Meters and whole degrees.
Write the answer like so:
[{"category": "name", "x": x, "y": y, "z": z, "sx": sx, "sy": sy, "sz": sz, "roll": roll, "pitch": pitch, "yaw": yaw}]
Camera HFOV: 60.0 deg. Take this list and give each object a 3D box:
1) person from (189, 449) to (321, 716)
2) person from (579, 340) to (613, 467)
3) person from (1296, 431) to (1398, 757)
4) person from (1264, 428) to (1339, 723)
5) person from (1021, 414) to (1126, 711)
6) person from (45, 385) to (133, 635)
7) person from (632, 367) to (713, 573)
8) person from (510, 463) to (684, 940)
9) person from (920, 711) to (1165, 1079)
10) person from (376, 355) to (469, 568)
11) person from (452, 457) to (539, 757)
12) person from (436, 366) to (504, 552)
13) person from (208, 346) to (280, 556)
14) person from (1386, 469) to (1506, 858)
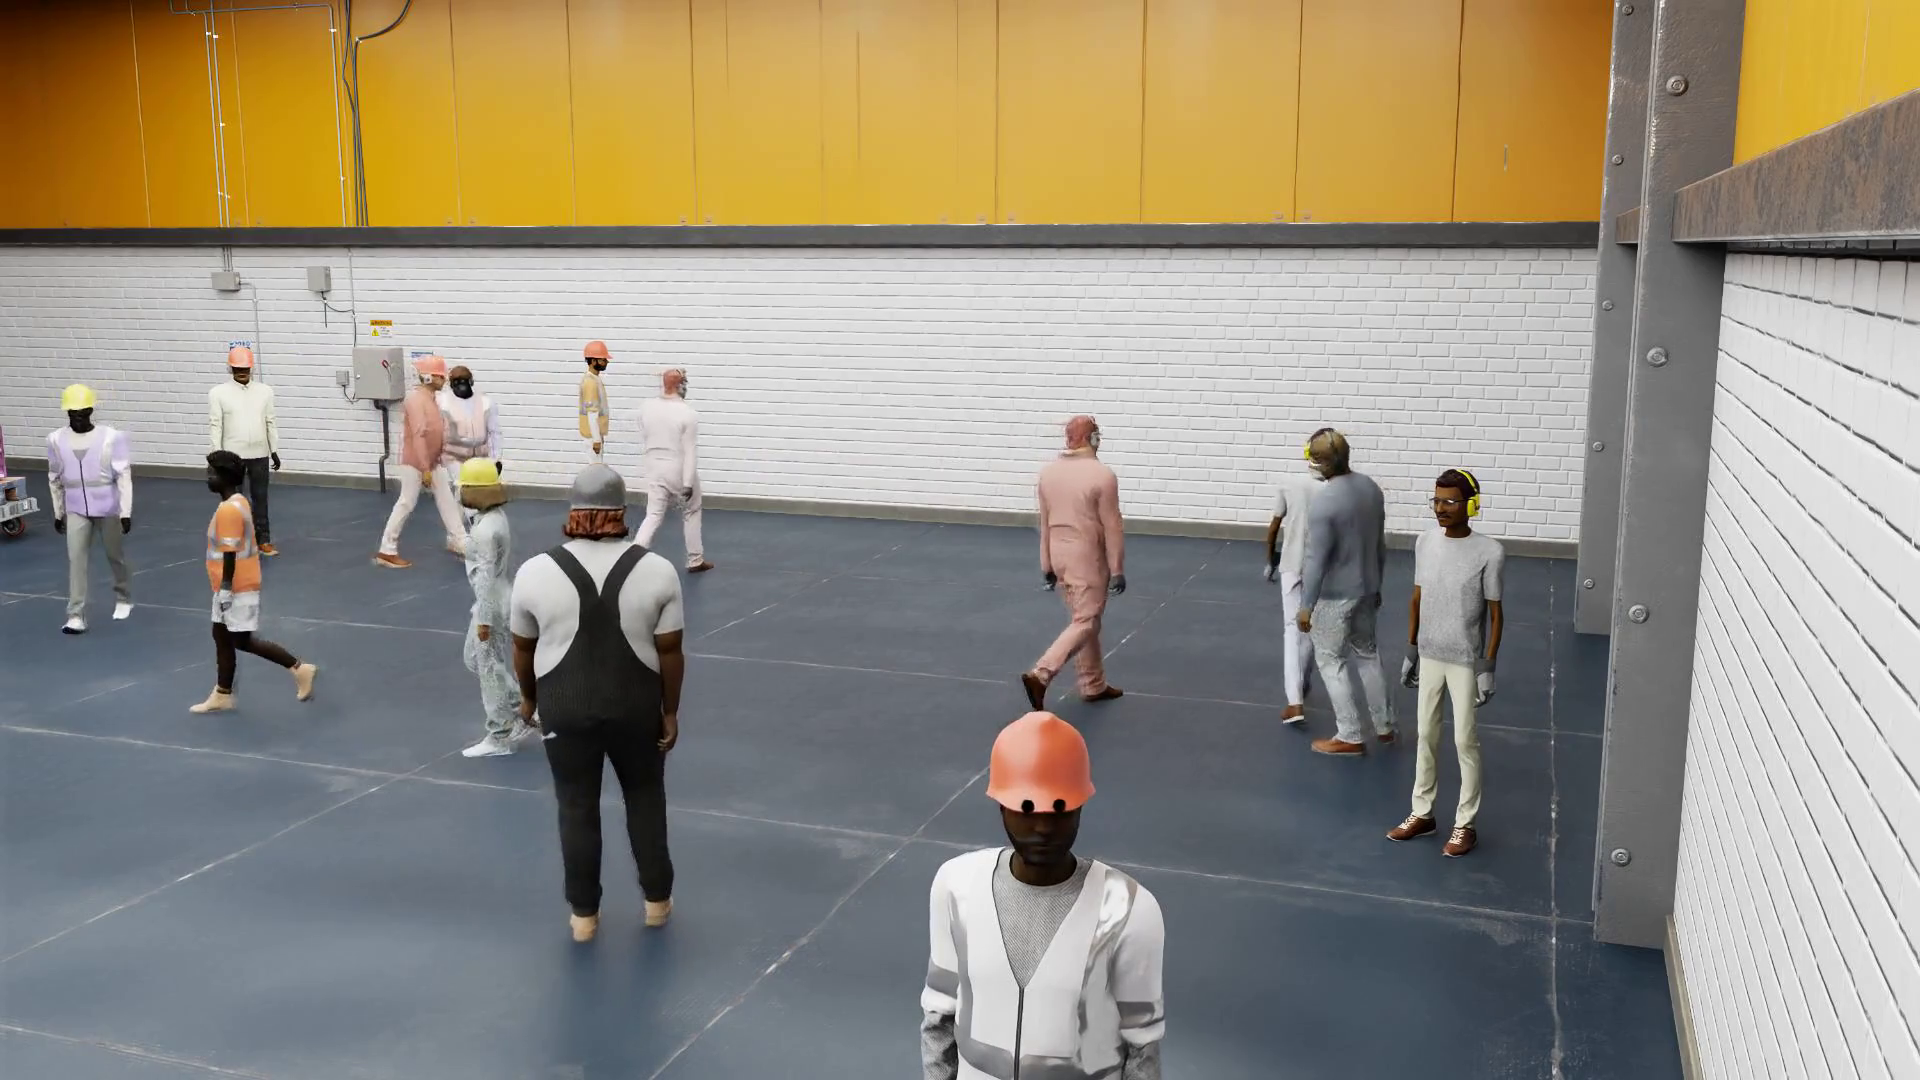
[{"category": "person", "x": -4.446, "y": 0.263, "z": 10.359, "sx": 0.709, "sy": 1.675, "sz": 0.539, "roll": -5, "pitch": 11, "yaw": -26}, {"category": "person", "x": -3.823, "y": -1.134, "z": 17.541, "sx": 0.376, "sy": 1.932, "sz": 0.544, "roll": -2, "pitch": 10, "yaw": -10}, {"category": "person", "x": 2.225, "y": 0.309, "z": 9.511, "sx": 0.786, "sy": 1.892, "sz": 0.384, "roll": -8, "pitch": 13, "yaw": -38}, {"category": "person", "x": 2.172, "y": 0.206, "z": 10.356, "sx": 0.525, "sy": 1.807, "sz": 1.022, "roll": 1, "pitch": 10, "yaw": 8}, {"category": "person", "x": 0.709, "y": 0.151, "z": 10.442, "sx": 0.830, "sy": 1.877, "sz": 0.657, "roll": -7, "pitch": 12, "yaw": -36}, {"category": "person", "x": -6.630, "y": -0.250, "z": 12.695, "sx": 0.625, "sy": 1.873, "sz": 0.993, "roll": -2, "pitch": 10, "yaw": -9}, {"category": "person", "x": -2.568, "y": -0.584, "z": 14.604, "sx": 0.632, "sy": 1.868, "sz": 0.910, "roll": 5, "pitch": 11, "yaw": 25}, {"category": "person", "x": -1.517, "y": 0.675, "z": 7.017, "sx": 0.702, "sy": 2.000, "sz": 0.537, "roll": -2, "pitch": 10, "yaw": -13}, {"category": "person", "x": 0.165, "y": 1.318, "z": 3.674, "sx": 0.552, "sy": 1.942, "sz": 0.341, "roll": 4, "pitch": 11, "yaw": 20}, {"category": "person", "x": -4.829, "y": -0.695, "z": 15.032, "sx": 1.061, "sy": 1.934, "sz": 0.656, "roll": 1, "pitch": 10, "yaw": 4}, {"category": "person", "x": -2.689, "y": 0.388, "z": 9.479, "sx": 0.380, "sy": 1.731, "sz": 0.503, "roll": -2, "pitch": 10, "yaw": -10}, {"category": "person", "x": -4.628, "y": -0.745, "z": 15.703, "sx": 0.603, "sy": 1.789, "sz": 0.839, "roll": -9, "pitch": 14, "yaw": -43}, {"category": "person", "x": -6.669, "y": -0.816, "z": 15.547, "sx": 0.618, "sy": 1.990, "sz": 0.394, "roll": -9, "pitch": 14, "yaw": -43}, {"category": "person", "x": 2.354, "y": 0.583, "z": 8.016, "sx": 0.326, "sy": 1.872, "sz": 0.518, "roll": -9, "pitch": 13, "yaw": -41}]
